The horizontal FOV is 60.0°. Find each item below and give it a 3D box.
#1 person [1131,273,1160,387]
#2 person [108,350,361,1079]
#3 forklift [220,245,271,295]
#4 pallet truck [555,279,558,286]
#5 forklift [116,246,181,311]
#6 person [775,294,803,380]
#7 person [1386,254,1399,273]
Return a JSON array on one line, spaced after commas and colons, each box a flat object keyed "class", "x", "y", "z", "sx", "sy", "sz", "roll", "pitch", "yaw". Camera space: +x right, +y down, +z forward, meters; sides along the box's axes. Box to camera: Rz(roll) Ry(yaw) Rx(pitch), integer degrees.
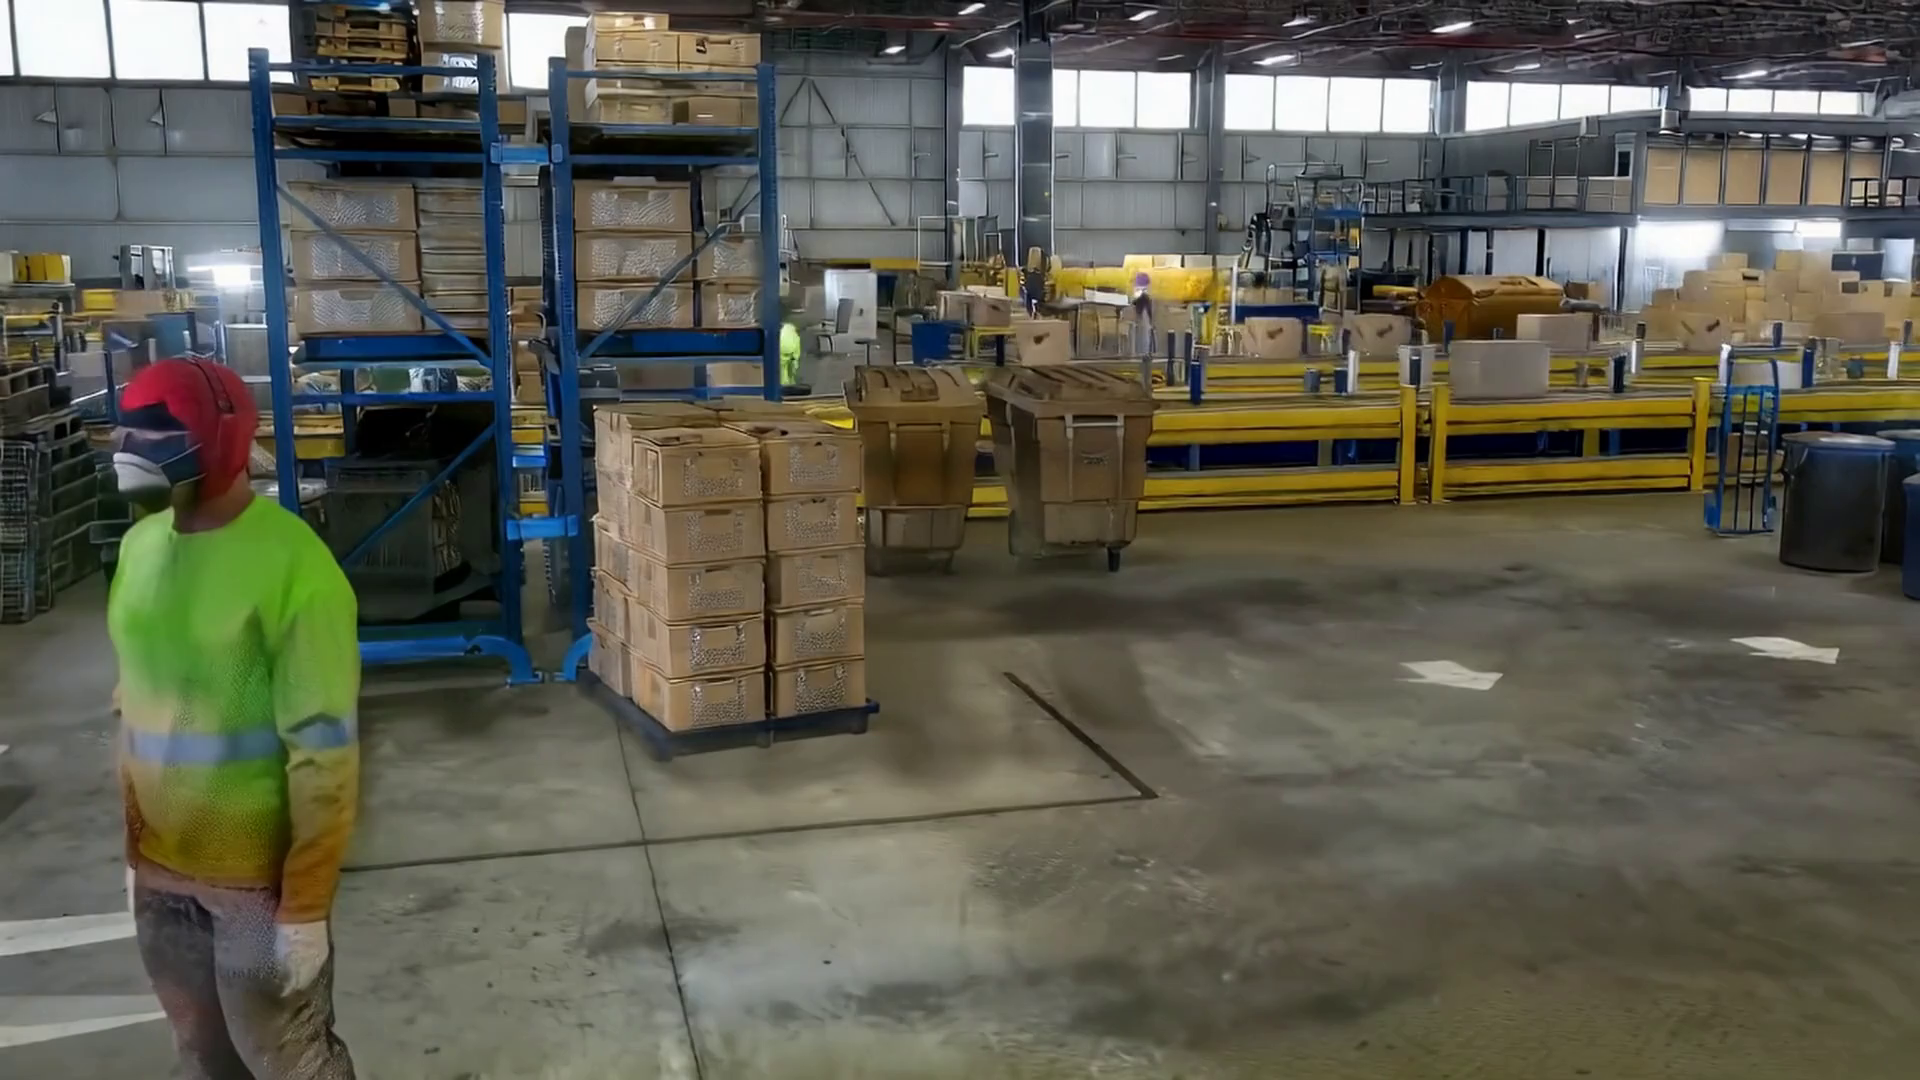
[{"class": "person", "x": 2.660, "y": -2.911, "z": 23.637, "sx": 0.651, "sy": 1.751, "sz": 0.533, "roll": -4, "pitch": 11, "yaw": -20}, {"class": "person", "x": -1.368, "y": 0.617, "z": 3.125, "sx": 0.632, "sy": 1.940, "sz": 0.372, "roll": 6, "pitch": 12, "yaw": 33}, {"class": "forklift", "x": -17.749, "y": -6.334, "z": 41.440, "sx": 1.157, "sy": 1.987, "sz": 2.680, "roll": -3, "pitch": 10, "yaw": -17}, {"class": "pallet truck", "x": -10.604, "y": -6.375, "z": 44.520, "sx": 0.653, "sy": 1.274, "sz": 1.630, "roll": -3, "pitch": 10, "yaw": -15}, {"class": "forklift", "x": -19.966, "y": -6.232, "z": 40.894, "sx": 1.157, "sy": 1.987, "sz": 2.680, "roll": -3, "pitch": 10, "yaw": -15}, {"class": "person", "x": -1.651, "y": -1.530, "z": 16.019, "sx": 0.435, "sy": 1.670, "sz": 0.547, "roll": -3, "pitch": 10, "yaw": -15}, {"class": "person", "x": 16.171, "y": -9.816, "z": 62.361, "sx": 0.574, "sy": 1.884, "sz": 0.356, "roll": -3, "pitch": 10, "yaw": -17}]
